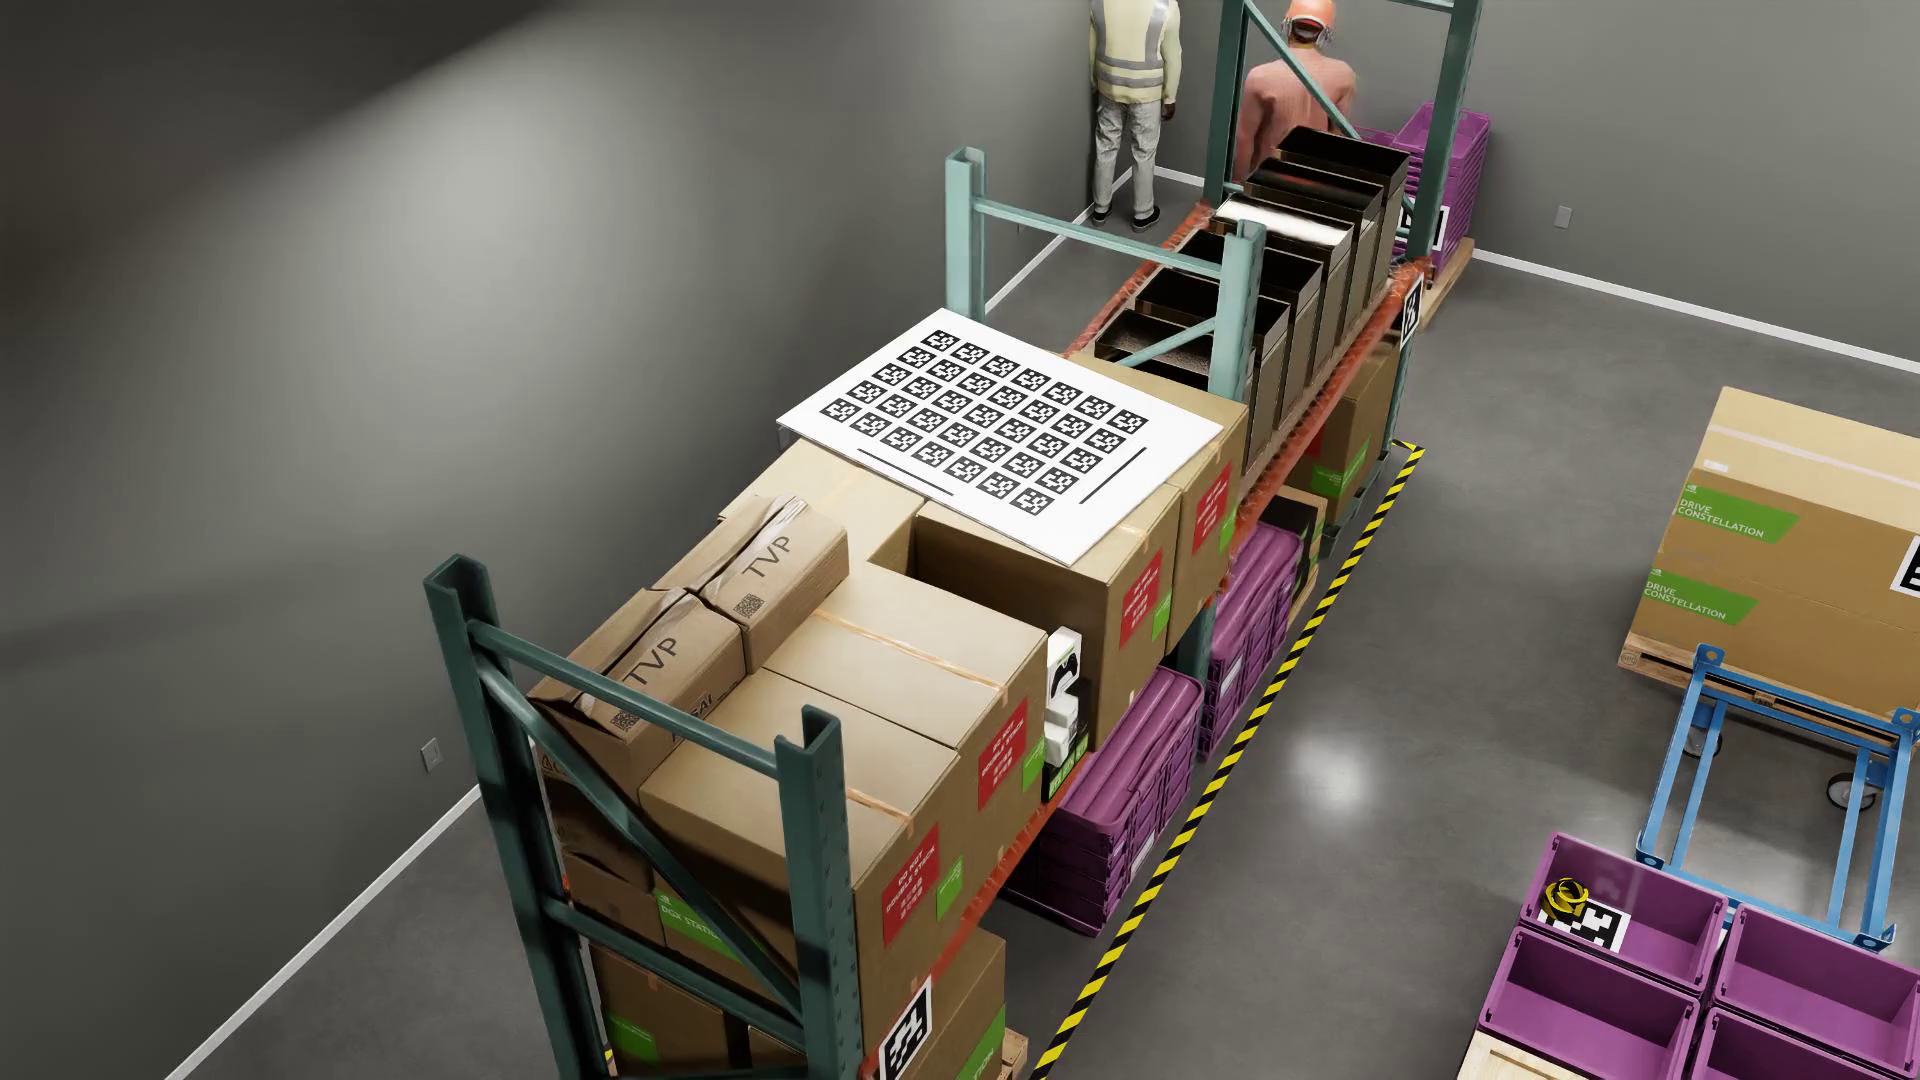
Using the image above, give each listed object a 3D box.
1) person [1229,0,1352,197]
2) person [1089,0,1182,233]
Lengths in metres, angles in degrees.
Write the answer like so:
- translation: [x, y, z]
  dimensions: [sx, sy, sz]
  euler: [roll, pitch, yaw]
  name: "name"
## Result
- translation: [1.772, -1.918, 8.888]
  dimensions: [0.631, 1.947, 0.833]
  euler: [-11, 41, -13]
  name: "person"
- translation: [1.023, -2.711, 9.909]
  dimensions: [0.597, 1.832, 0.404]
  euler: [14, 42, 16]
  name: "person"
